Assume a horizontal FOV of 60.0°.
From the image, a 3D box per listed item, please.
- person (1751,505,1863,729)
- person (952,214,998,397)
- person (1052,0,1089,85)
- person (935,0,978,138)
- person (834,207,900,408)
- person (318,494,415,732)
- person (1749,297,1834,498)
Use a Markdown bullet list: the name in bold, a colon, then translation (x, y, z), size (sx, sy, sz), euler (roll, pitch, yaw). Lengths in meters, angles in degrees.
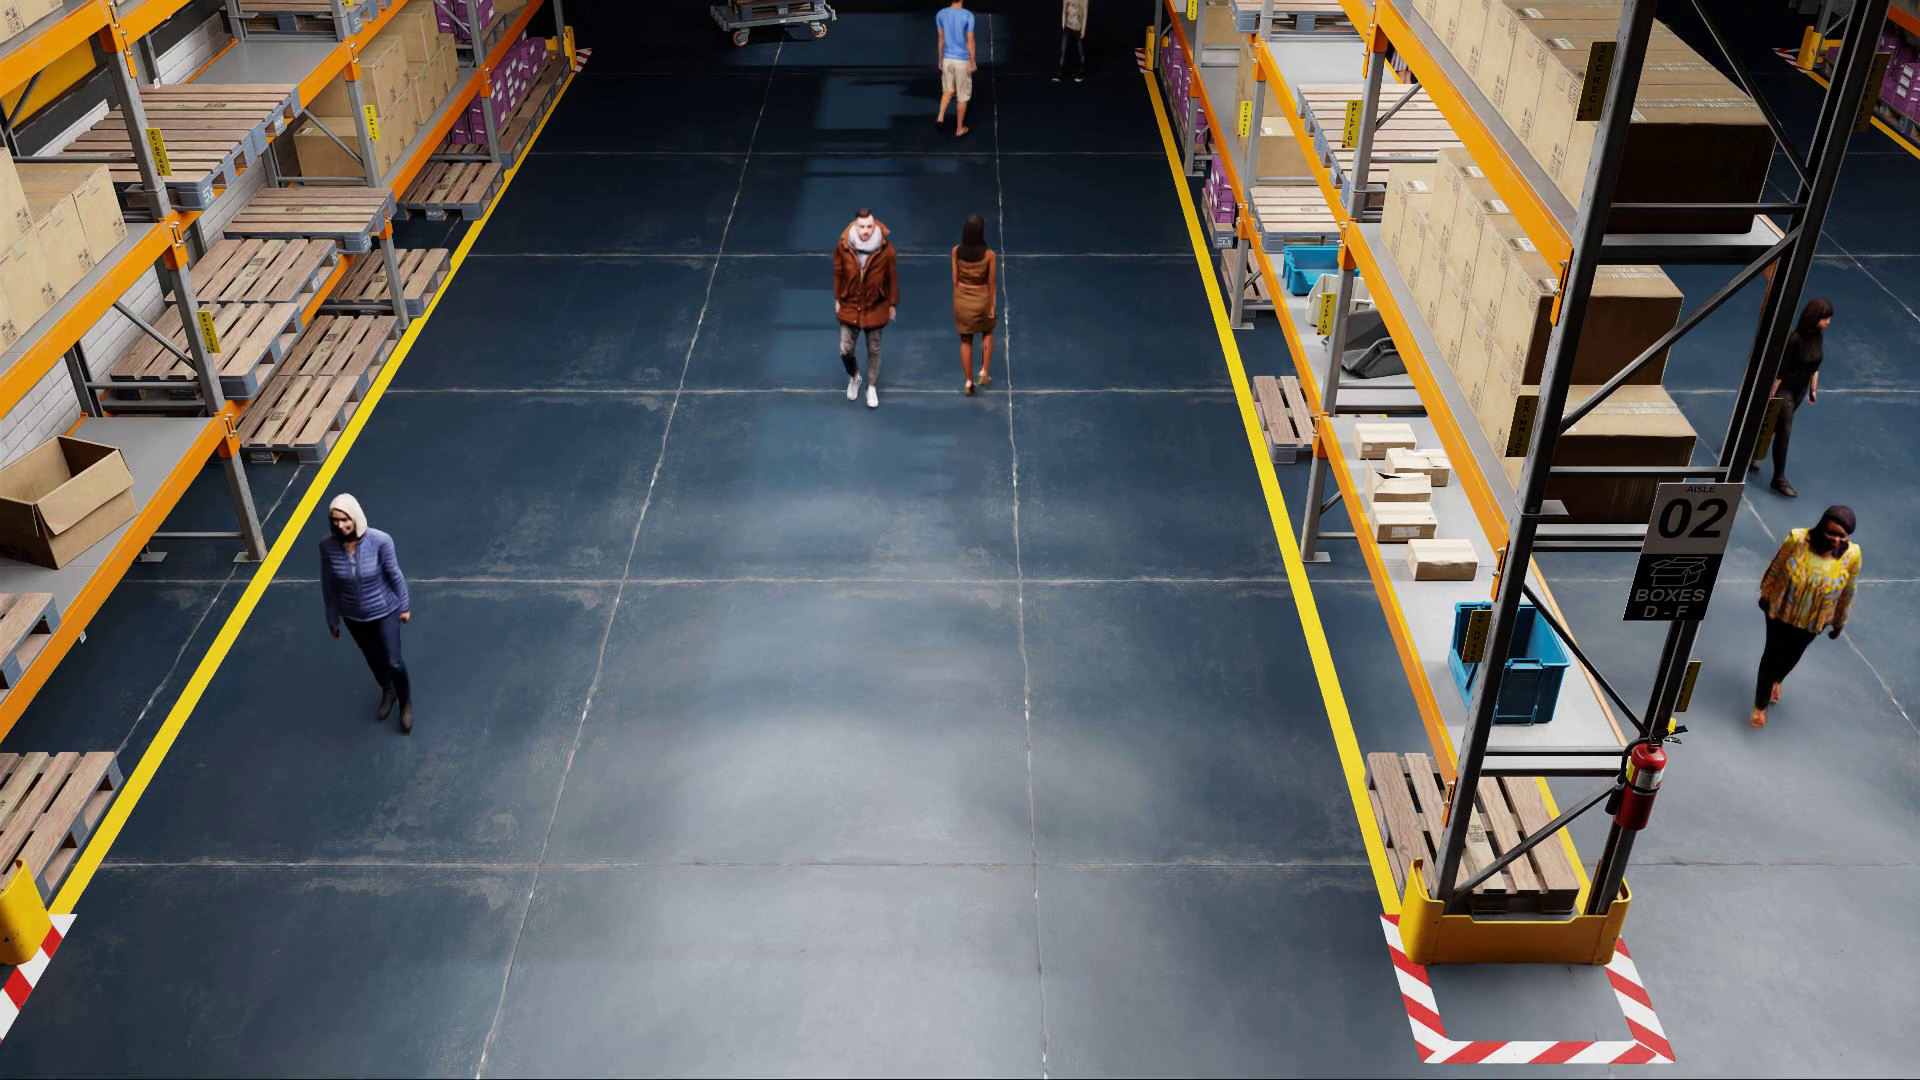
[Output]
- **person**: translation (5.533, 0.413, 10.952), size (0.866, 1.630, 0.995), euler (11, 35, 16)
- **person**: translation (0.094, -2.015, 14.562), size (0.607, 1.678, 0.643), euler (6, 34, 9)
- **person**: translation (1.561, -6.740, 21.889), size (0.802, 1.435, 1.020), euler (14, 36, 21)
- **person**: translation (-0.068, -5.736, 20.005), size (0.822, 1.850, 0.919), euler (15, 36, 21)
- **person**: translation (-0.837, -2.056, 14.488), size (0.706, 1.828, 0.656), euler (0, 34, 0)
- **person**: translation (-3.845, 0.401, 10.880), size (0.669, 1.731, 0.648), euler (-1, 34, -2)
- **person**: translation (6.642, -1.228, 13.432), size (0.865, 1.619, 1.023), euler (-17, 37, -24)
